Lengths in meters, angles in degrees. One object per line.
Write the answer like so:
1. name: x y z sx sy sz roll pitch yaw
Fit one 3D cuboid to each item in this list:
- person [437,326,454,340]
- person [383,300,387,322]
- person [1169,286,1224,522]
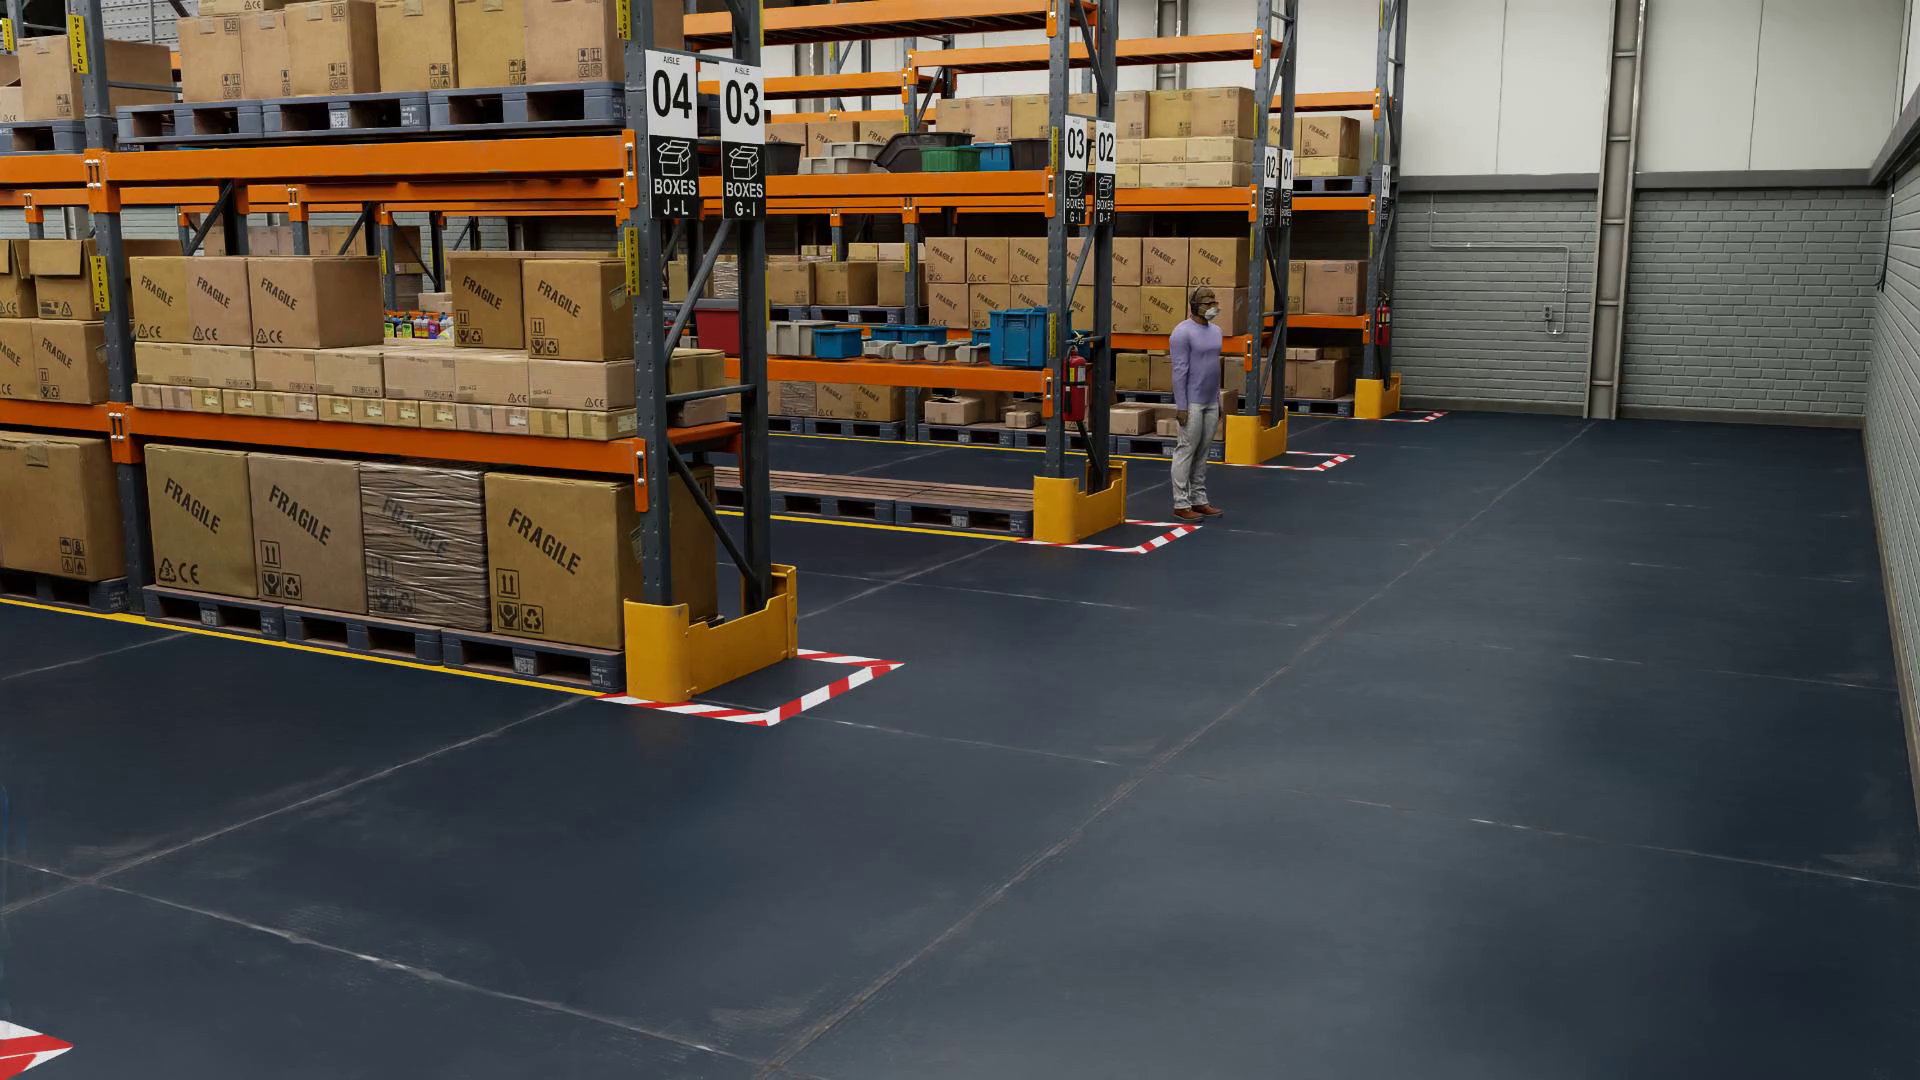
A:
1. person: -4.118 -1.141 14.110 0.429 1.842 0.636 7 13 34
2. person: -4.940 -1.100 13.915 0.399 1.835 0.562 1 10 7
3. person: 1.974 -1.125 13.761 0.372 1.940 0.629 9 14 40
